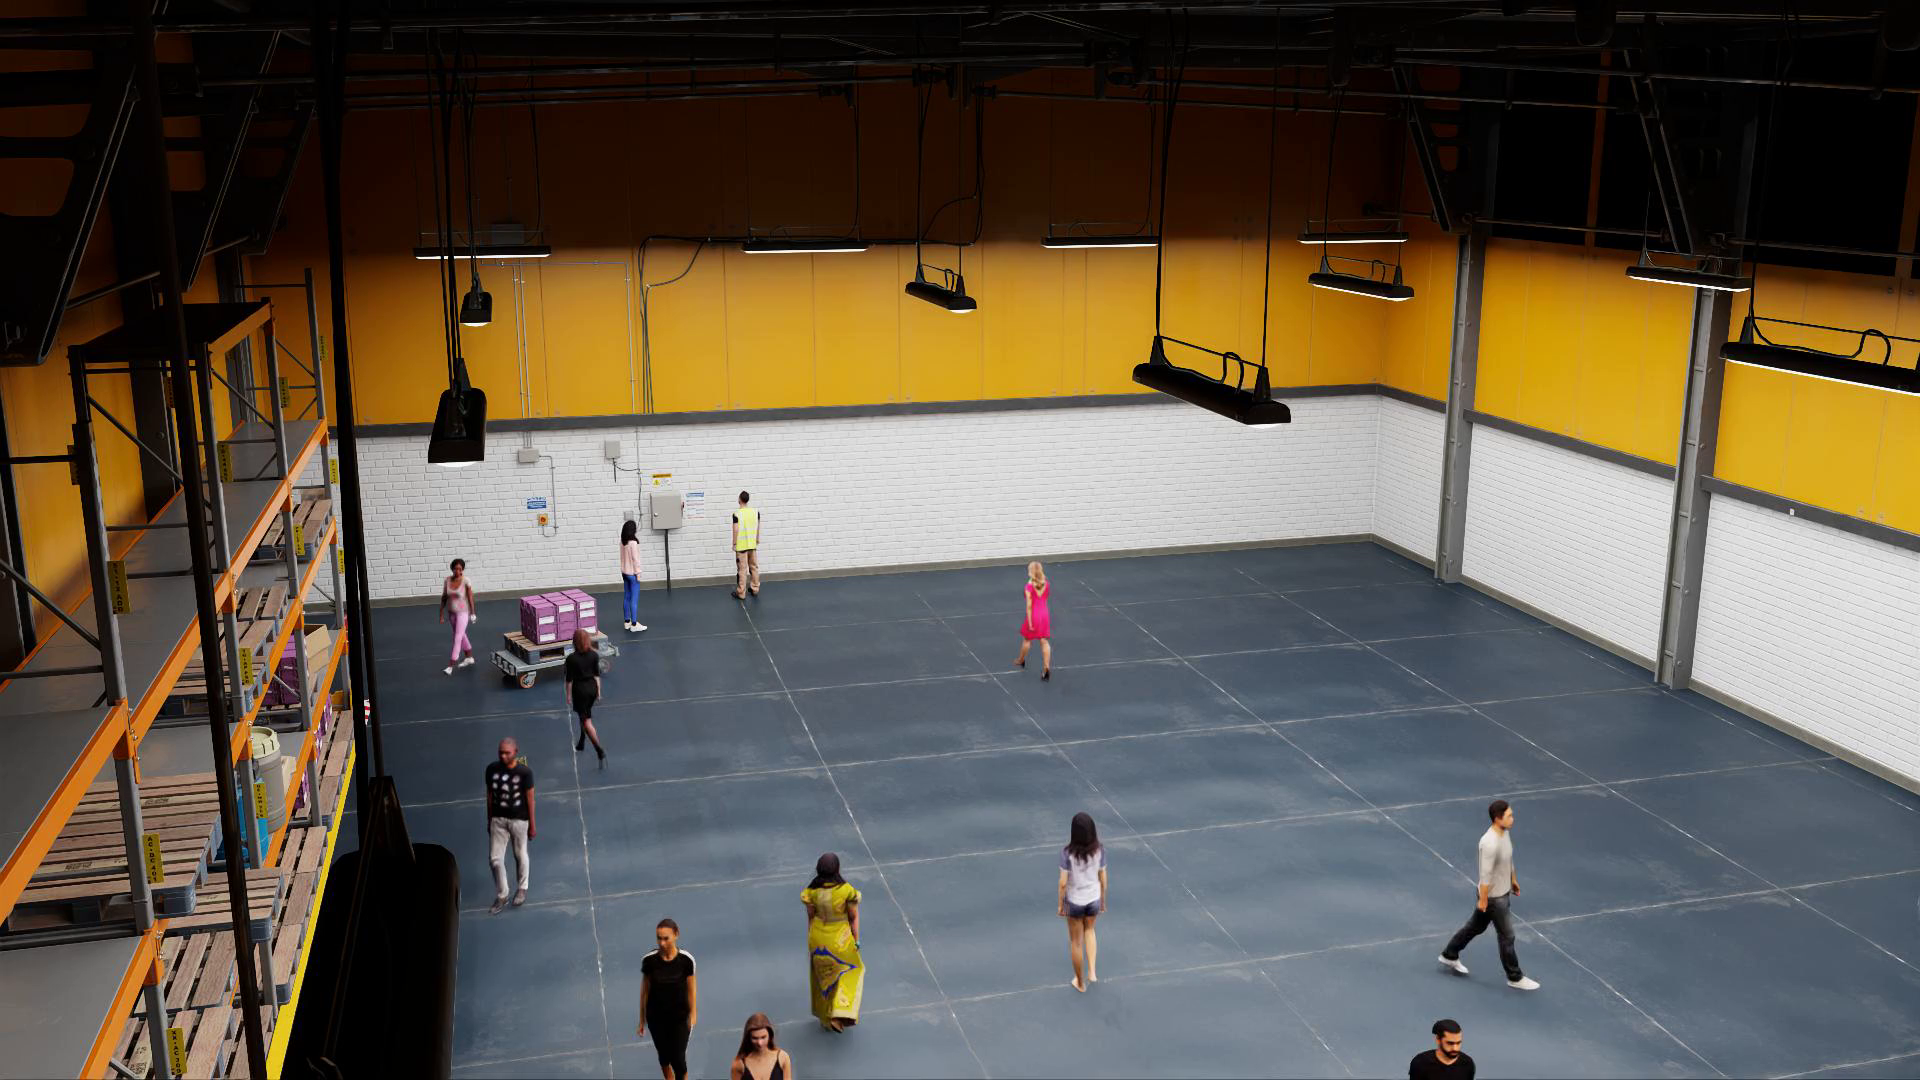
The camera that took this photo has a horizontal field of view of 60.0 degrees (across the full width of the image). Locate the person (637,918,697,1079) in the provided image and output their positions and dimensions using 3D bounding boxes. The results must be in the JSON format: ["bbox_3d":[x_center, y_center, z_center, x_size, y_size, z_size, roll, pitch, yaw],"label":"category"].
[{"bbox_3d":[-2.295,3.751,13.276,0.705,1.653,0.746,3,14,10],"label":"person"}]

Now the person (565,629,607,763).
[{"bbox_3d":[-4.621,1.963,20.624,0.883,1.671,1.155,-11,17,-38],"label":"person"}]

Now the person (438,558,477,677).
[{"bbox_3d":[-7.221,1.099,24.148,1.024,1.692,1.222,5,14,19],"label":"person"}]

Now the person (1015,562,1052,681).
[{"bbox_3d":[1.164,1.176,23.827,0.735,1.693,1.069,-7,15,-27],"label":"person"}]

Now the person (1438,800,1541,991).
[{"bbox_3d":[4.790,3.212,15.240,1.180,1.778,1.161,7,15,26],"label":"person"}]

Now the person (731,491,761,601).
[{"bbox_3d":[-3.623,0.070,28.071,0.831,1.846,0.868,-12,18,-40],"label":"person"}]

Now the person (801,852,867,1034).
[{"bbox_3d":[-1.118,3.510,14.296,0.944,1.643,1.059,3,14,11],"label":"person"}]

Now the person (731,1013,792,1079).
[{"bbox_3d":[-1.379,4.096,11.707,0.609,1.721,0.540,-4,14,-15],"label":"person"}]

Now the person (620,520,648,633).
[{"bbox_3d":[-5.196,0.551,26.250,0.784,1.768,0.631,-11,17,-37],"label":"person"}]

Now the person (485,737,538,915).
[{"bbox_3d":[-4.512,2.822,16.831,0.834,1.786,0.910,1,14,3],"label":"person"}]

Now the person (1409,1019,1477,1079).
[{"bbox_3d":[3.300,4.106,11.614,0.690,1.747,0.791,-2,14,-7],"label":"person"}]

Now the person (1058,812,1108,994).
[{"bbox_3d":[1.137,3.301,14.983,0.605,1.726,0.590,-4,14,-17],"label":"person"}]
